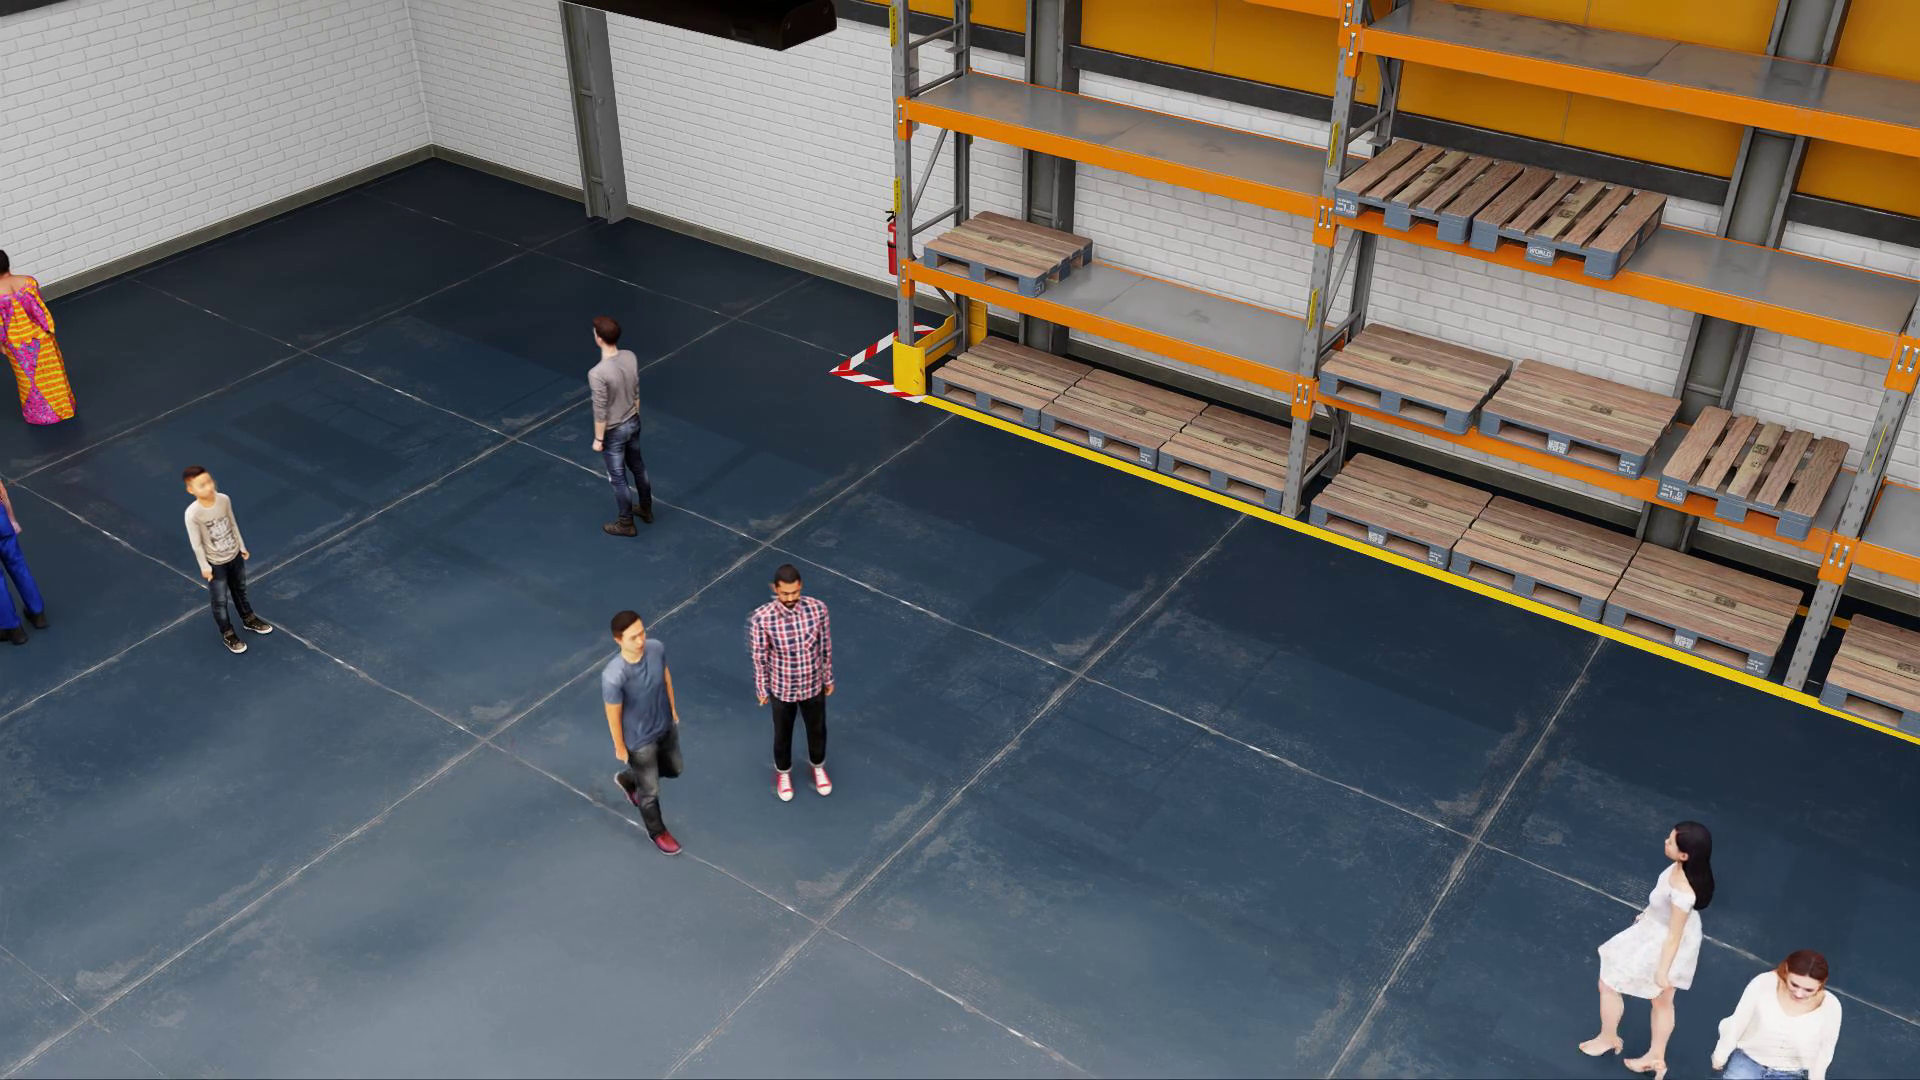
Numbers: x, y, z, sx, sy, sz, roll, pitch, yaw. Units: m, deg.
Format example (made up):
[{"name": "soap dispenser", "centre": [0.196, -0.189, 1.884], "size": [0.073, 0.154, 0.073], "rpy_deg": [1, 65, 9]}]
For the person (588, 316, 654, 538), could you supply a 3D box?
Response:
[{"name": "person", "centre": [-2.716, -0.906, 13.293], "size": [0.603, 1.904, 0.696], "rpy_deg": [18, 37, 24]}]

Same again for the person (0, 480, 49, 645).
[{"name": "person", "centre": [-7.094, -0.079, 12.097], "size": [0.600, 1.850, 0.646], "rpy_deg": [19, 38, 26]}]

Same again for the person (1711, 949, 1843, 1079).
[{"name": "person", "centre": [3.961, 2.632, 8.196], "size": [0.907, 1.653, 0.806], "rpy_deg": [15, 36, 21]}]

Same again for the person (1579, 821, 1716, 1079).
[{"name": "person", "centre": [3.786, 2.203, 8.747], "size": [0.722, 1.759, 0.620], "rpy_deg": [24, 40, 31]}]

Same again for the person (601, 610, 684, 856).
[{"name": "person", "centre": [-2.010, 1.140, 10.309], "size": [0.827, 1.800, 0.650], "rpy_deg": [21, 39, 28]}]

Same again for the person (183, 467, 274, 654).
[{"name": "person", "centre": [-5.408, 0.113, 12.156], "size": [0.556, 1.466, 0.573], "rpy_deg": [15, 37, 22]}]

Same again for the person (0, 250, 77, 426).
[{"name": "person", "centre": [-8.408, -1.862, 14.925], "size": [0.647, 1.690, 0.642], "rpy_deg": [23, 40, 31]}]

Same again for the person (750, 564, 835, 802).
[{"name": "person", "centre": [-1.052, 0.898, 10.710], "size": [0.778, 1.759, 0.805], "rpy_deg": [-11, 35, -15]}]
